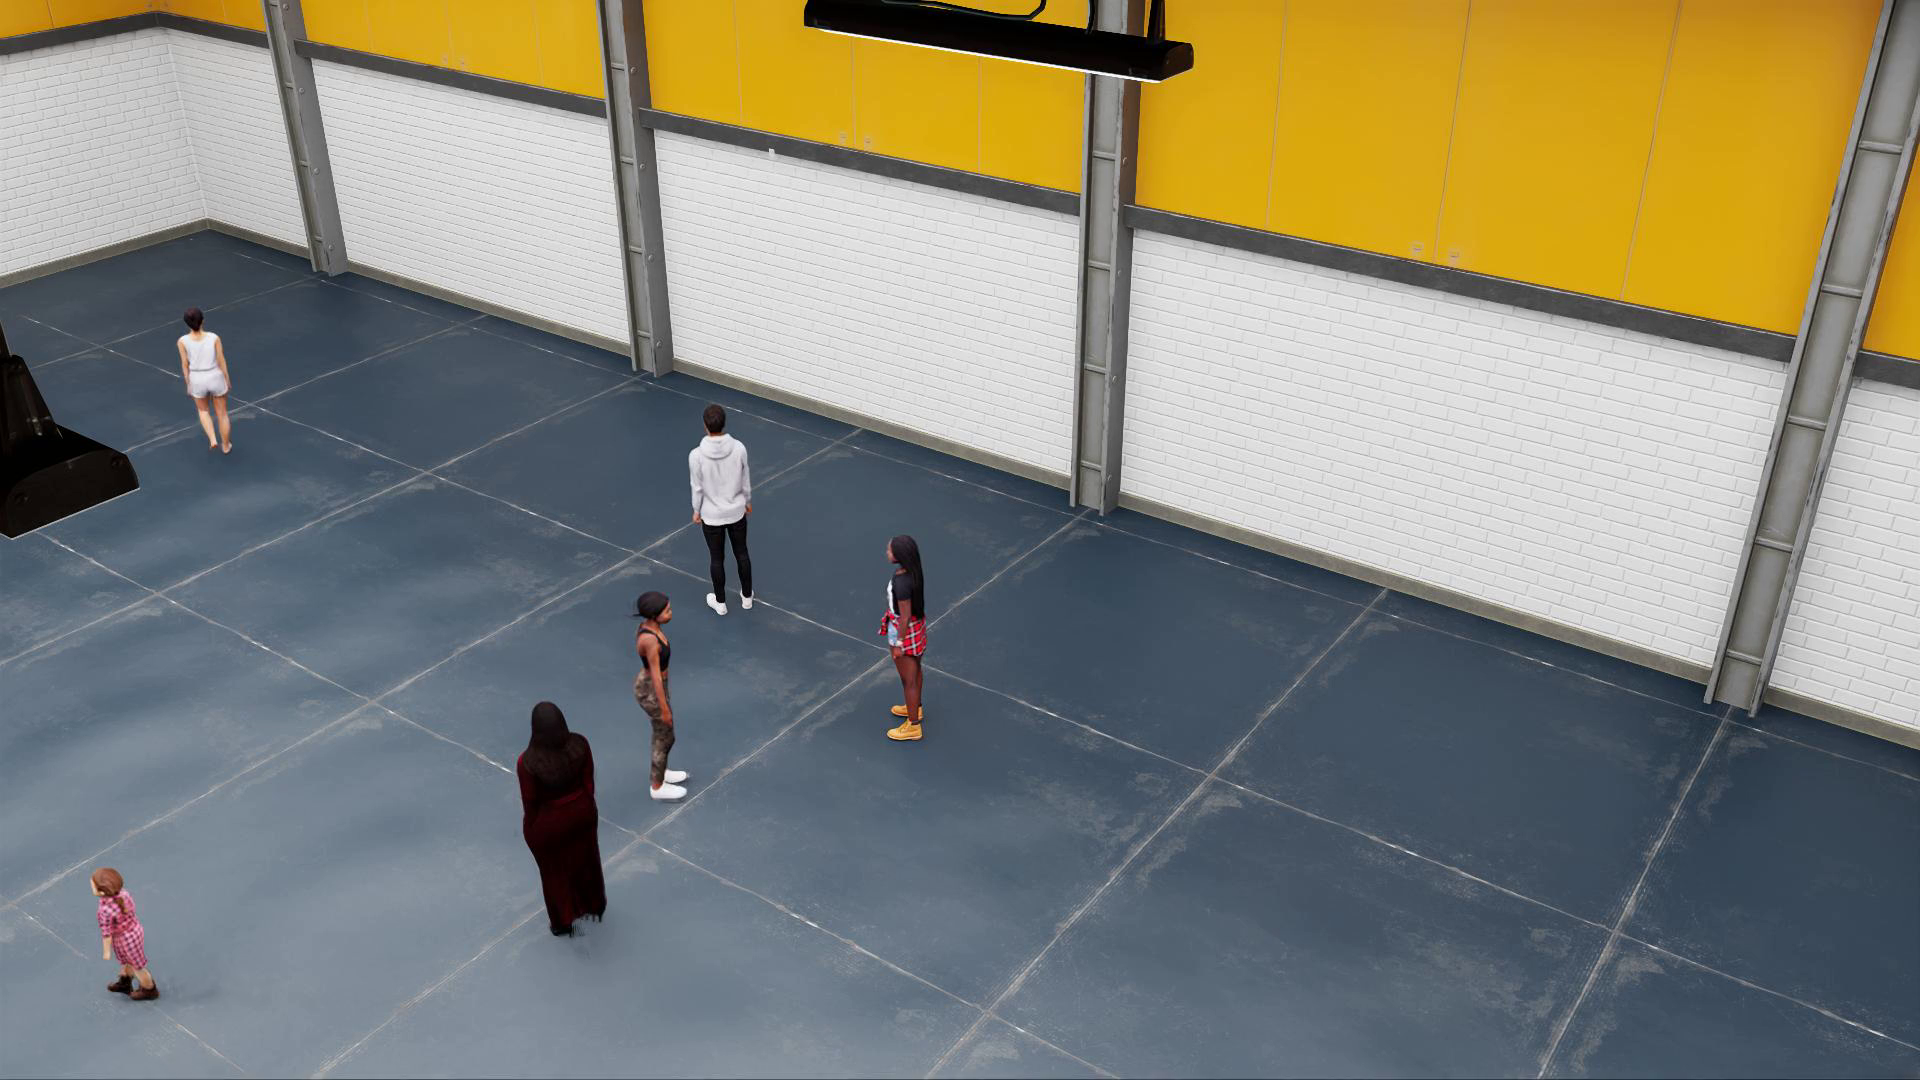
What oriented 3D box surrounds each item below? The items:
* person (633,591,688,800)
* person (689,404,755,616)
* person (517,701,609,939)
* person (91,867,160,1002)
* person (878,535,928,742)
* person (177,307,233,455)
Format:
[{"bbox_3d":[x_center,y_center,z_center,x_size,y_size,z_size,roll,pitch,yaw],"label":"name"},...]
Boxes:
[{"bbox_3d":[-2.200,1.123,11.974,0.731,1.688,0.666,-6,29,-10],"label":"person"},{"bbox_3d":[-2.024,-0.262,14.262,0.778,1.930,0.791,-11,30,-19],"label":"person"},{"bbox_3d":[-2.553,1.791,10.678,0.726,1.757,0.694,-23,36,-35],"label":"person"},{"bbox_3d":[-5.113,2.443,10.258,0.658,1.015,0.582,0,29,0],"label":"person"},{"bbox_3d":[-0.401,0.720,12.672,0.739,1.728,0.714,3,29,6],"label":"person"},{"bbox_3d":[-7.718,-1.592,17.047,0.686,1.598,0.729,-11,30,-19],"label":"person"}]
